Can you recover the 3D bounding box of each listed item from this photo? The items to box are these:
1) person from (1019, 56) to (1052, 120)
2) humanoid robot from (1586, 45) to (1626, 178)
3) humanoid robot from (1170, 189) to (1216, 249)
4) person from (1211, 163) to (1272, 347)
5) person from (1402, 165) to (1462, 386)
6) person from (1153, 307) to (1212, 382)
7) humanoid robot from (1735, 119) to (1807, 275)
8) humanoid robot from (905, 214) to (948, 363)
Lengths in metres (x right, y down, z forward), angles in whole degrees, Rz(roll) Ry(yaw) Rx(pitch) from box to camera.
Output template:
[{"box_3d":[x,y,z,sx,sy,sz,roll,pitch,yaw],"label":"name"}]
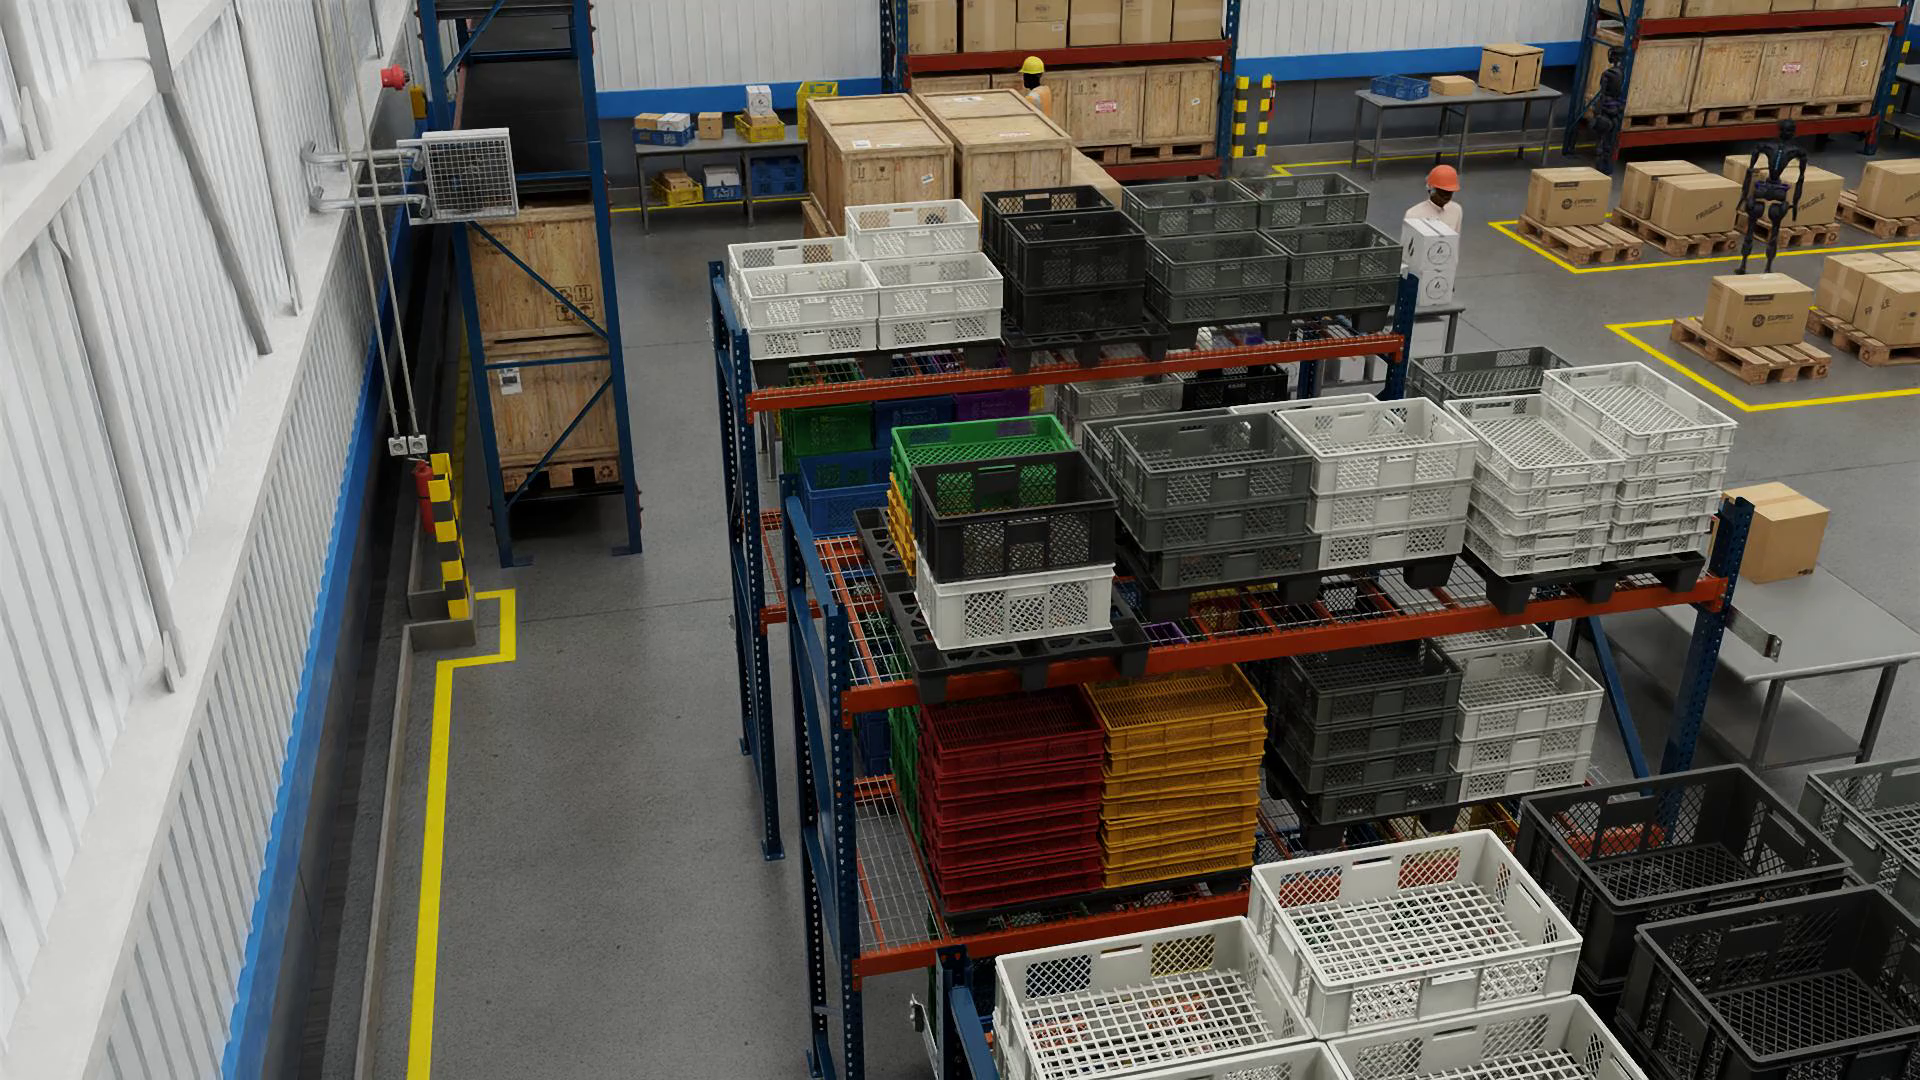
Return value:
[{"box_3d":[0.829,-4.460,18.729,0.383,1.927,0.587,12,30,21],"label":"person"},{"box_3d":[7.957,-5.230,20.445,0.315,1.657,0.610,24,36,38],"label":"humanoid robot"},{"box_3d":[2.079,-2.337,14.954,0.609,1.657,0.315,-10,29,-18],"label":"humanoid robot"},{"box_3d":[2.435,-2.339,14.585,0.885,2.000,0.684,-7,29,-13],"label":"person"},{"box_3d":[4.098,-2.313,14.594,0.613,1.987,0.399,-11,30,-21],"label":"person"},{"box_3d":[1.653,-1.134,12.591,0.312,1.769,0.523,-22,35,-35],"label":"person"},{"box_3d":[8.391,-3.533,17.236,0.579,1.653,0.308,13,31,23],"label":"humanoid robot"},{"box_3d":[-0.219,-1.987,14.292,0.588,1.657,0.326,-11,30,-20],"label":"humanoid robot"}]
